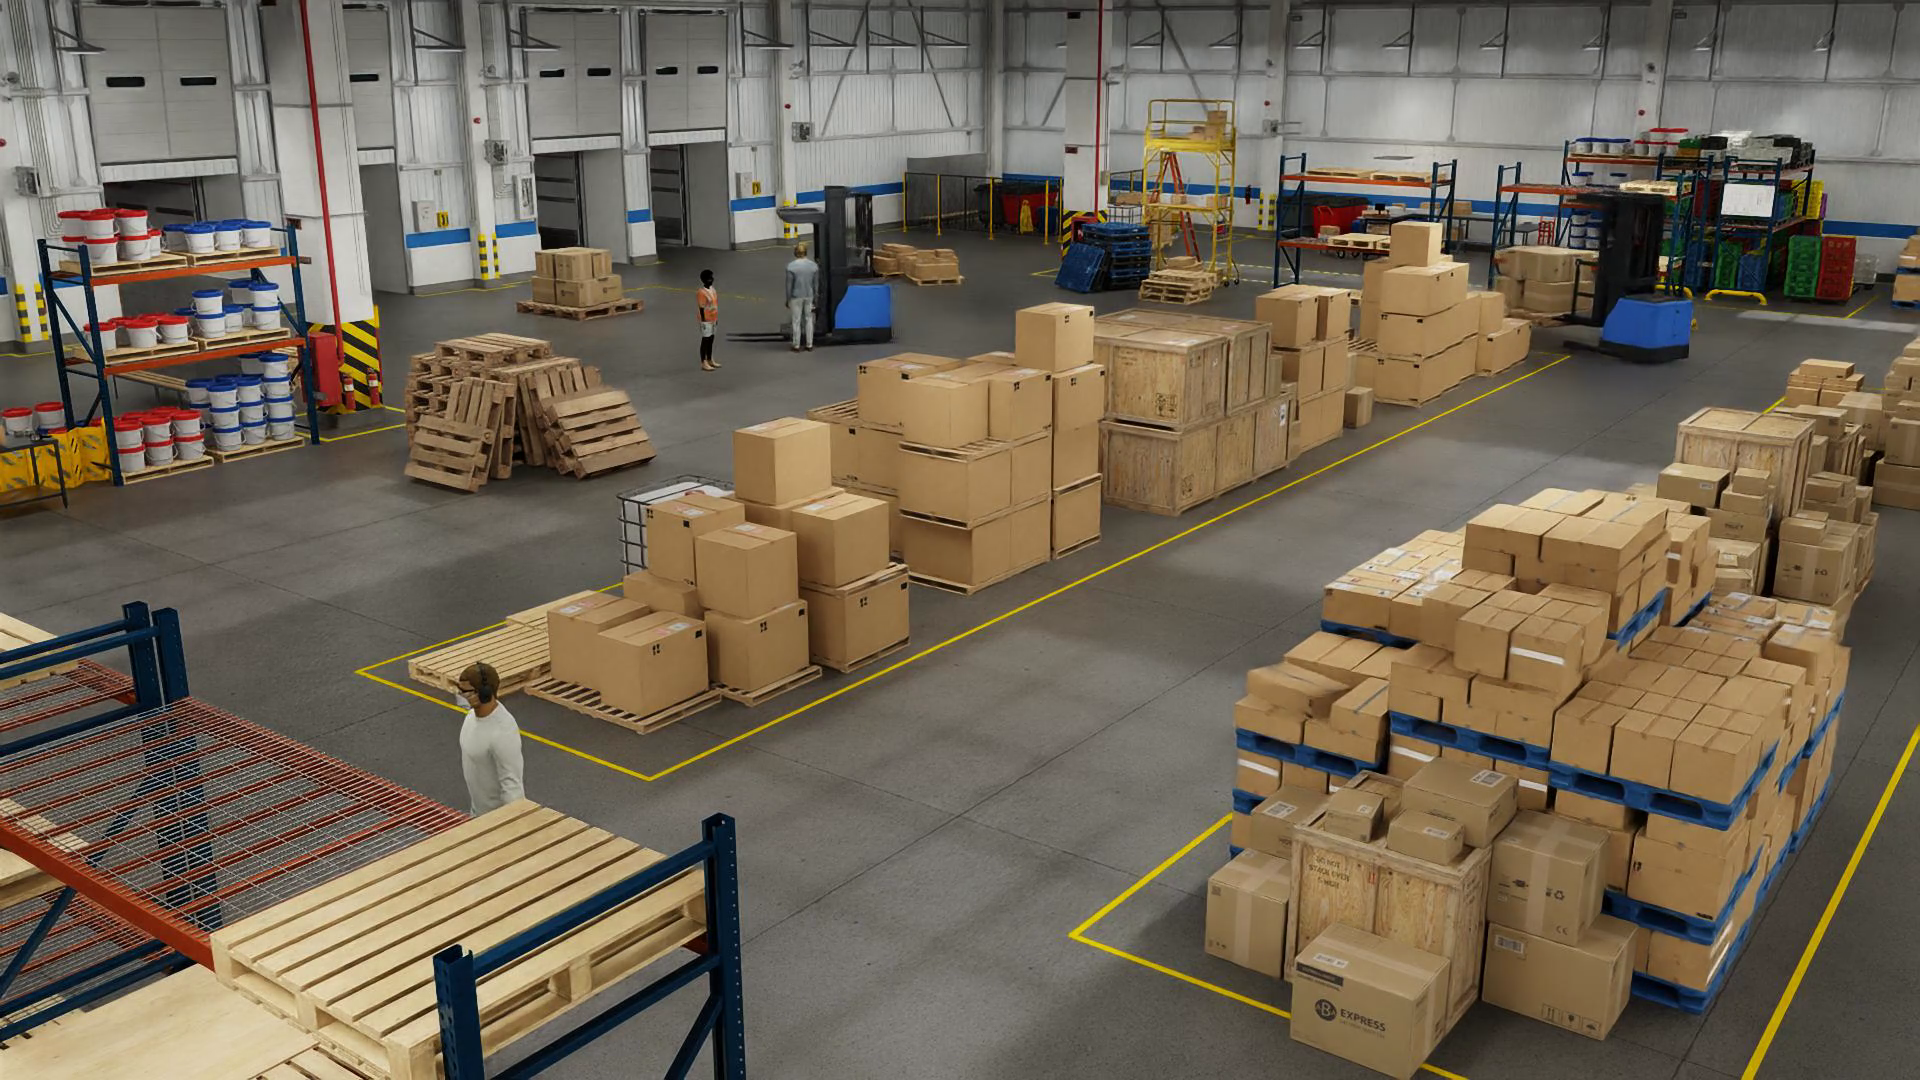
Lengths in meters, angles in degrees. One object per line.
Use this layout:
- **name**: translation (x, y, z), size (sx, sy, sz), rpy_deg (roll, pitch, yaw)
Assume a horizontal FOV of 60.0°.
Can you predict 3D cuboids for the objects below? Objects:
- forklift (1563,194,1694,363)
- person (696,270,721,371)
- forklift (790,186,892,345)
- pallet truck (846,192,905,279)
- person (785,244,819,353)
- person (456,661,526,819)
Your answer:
- **forklift**: translation (11.812, -4.620, 29.073), size (1.129, 2.768, 1.873), rpy_deg (-8, 19, -26)
- **person**: translation (-4.247, -3.718, 28.101), size (0.315, 1.695, 0.541), rpy_deg (5, 17, 15)
- **forklift**: translation (-2.251, -5.068, 30.557), size (1.873, 2.768, 1.129), rpy_deg (-3, 17, -10)
- **pallet truck**: translation (-1.936, -7.159, 38.982), size (1.885, 1.965, 0.823), rpy_deg (-12, 21, -34)
- **person**: translation (-2.815, -4.306, 29.664), size (0.640, 1.927, 0.389), rpy_deg (-9, 19, -28)
- **person**: translation (-2.787, 1.638, 9.951), size (0.371, 1.940, 0.627), rpy_deg (-11, 20, -31)
